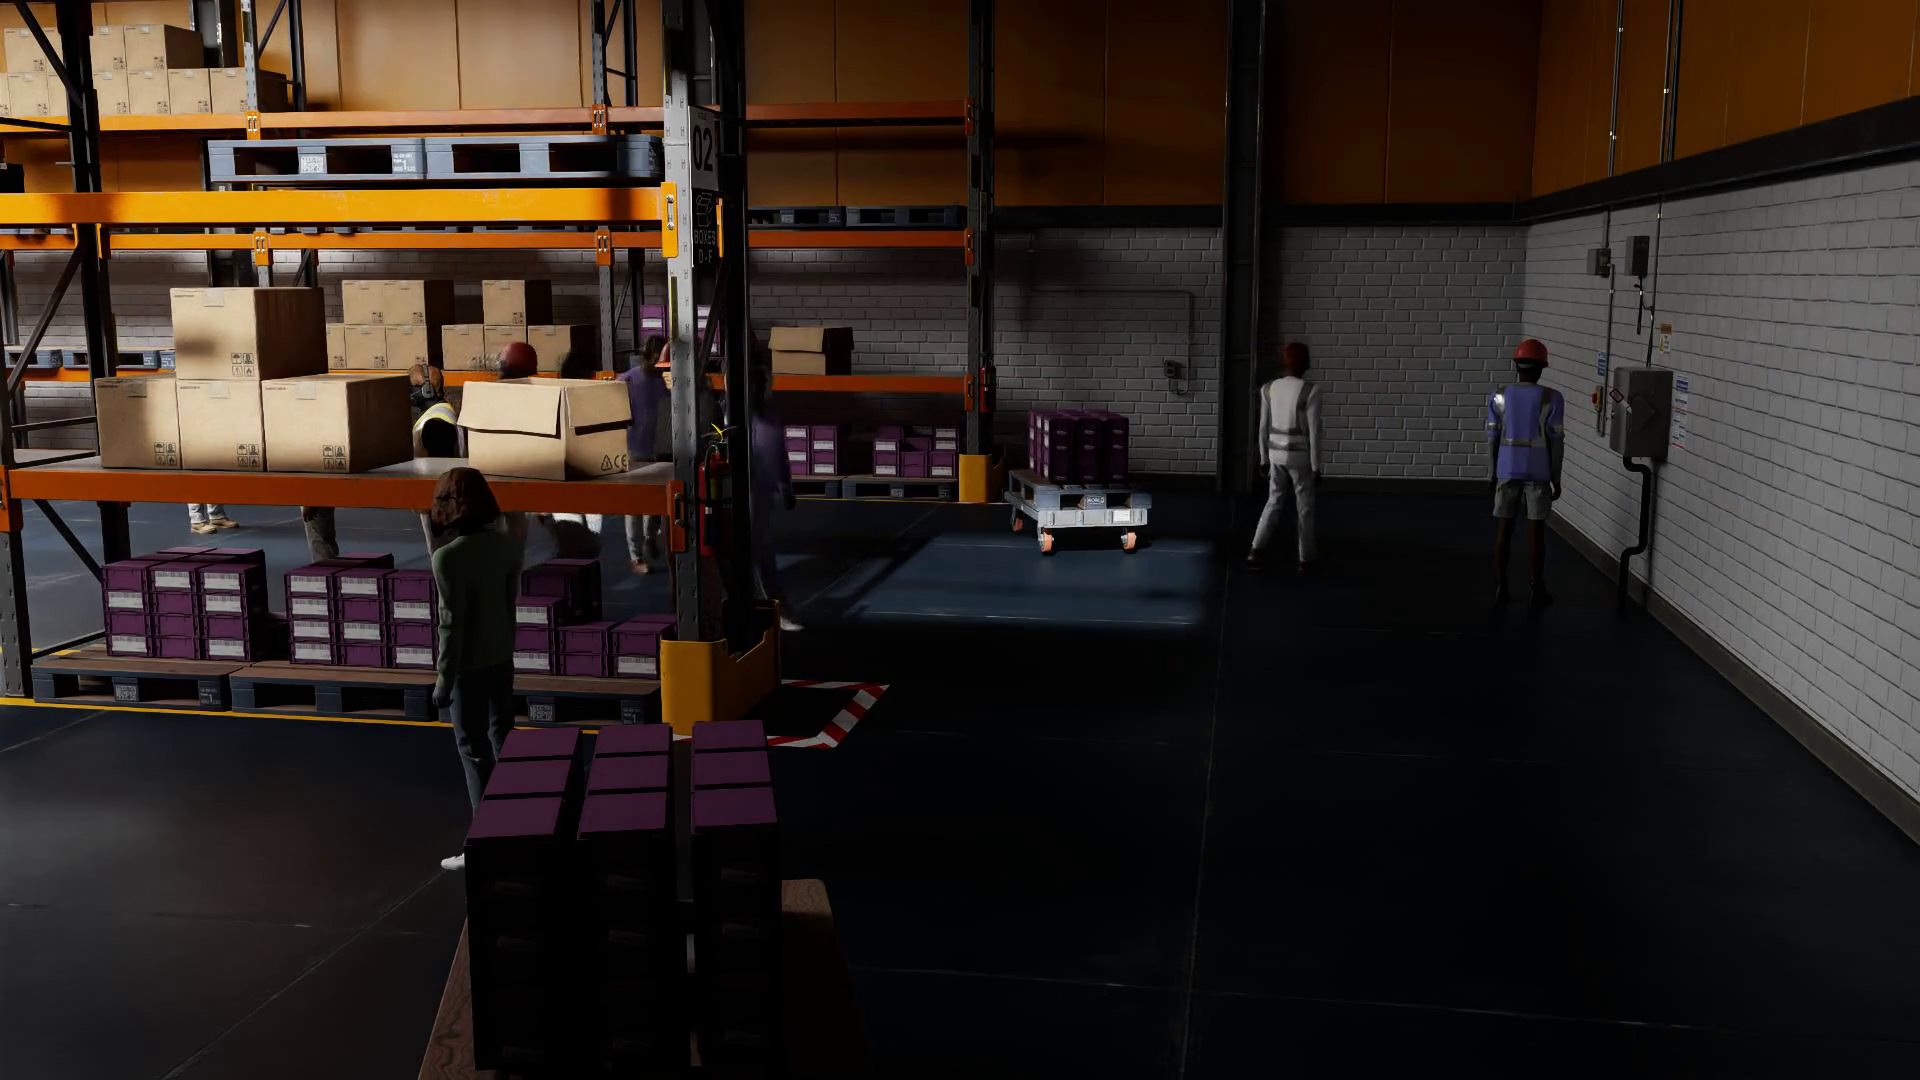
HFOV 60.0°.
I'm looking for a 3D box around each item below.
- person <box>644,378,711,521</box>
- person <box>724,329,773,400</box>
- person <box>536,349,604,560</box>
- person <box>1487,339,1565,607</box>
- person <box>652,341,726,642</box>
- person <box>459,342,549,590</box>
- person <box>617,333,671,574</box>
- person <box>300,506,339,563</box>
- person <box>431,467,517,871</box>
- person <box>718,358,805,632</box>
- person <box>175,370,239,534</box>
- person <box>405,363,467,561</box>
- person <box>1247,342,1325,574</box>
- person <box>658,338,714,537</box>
[{"bbox_3d":[-2.442,-0.775,14.209,0.629,1.799,0.629,-4,10,-22],"label":"person"},{"bbox_3d":[-1.892,-0.908,14.639,0.362,1.935,0.553,6,11,34],"label":"person"},{"bbox_3d":[-2.655,-0.322,11.084,0.634,1.913,0.666,5,10,29],"label":"person"},{"bbox_3d":[4.085,-0.482,12.025,0.543,1.928,0.370,6,11,32],"label":"person"},{"bbox_3d":[-1.728,-0.263,10.453,0.611,1.996,0.379,8,12,40],"label":"person"},{"bbox_3d":[-3.045,-0.357,11.175,0.644,1.947,0.537,-6,11,-31],"label":"person"},{"bbox_3d":[-2.499,-0.696,13.363,0.711,1.924,0.486,-7,11,-36],"label":"person"},{"bbox_3d":[-4.448,-0.340,11.425,0.403,1.837,0.587,-3,10,-17],"label":"person"},{"bbox_3d":[-1.954,0.519,6.722,0.266,1.631,0.507,3,10,17],"label":"person"},{"bbox_3d":[-1.469,-0.315,11.261,0.927,1.856,0.710,5,10,28],"label":"person"},{"bbox_3d":[-6.971,-0.986,15.424,0.429,1.839,0.634,2,9,13],"label":"person"},{"bbox_3d":[-3.367,-0.215,10.687,0.430,1.835,0.621,-3,10,-20],"label":"person"},{"bbox_3d":[2.626,-0.643,13.249,0.596,1.878,0.683,9,13,44],"label":"person"},{"bbox_3d":[-2.435,-0.914,15.073,0.483,1.823,0.944,9,13,44],"label":"person"}]
